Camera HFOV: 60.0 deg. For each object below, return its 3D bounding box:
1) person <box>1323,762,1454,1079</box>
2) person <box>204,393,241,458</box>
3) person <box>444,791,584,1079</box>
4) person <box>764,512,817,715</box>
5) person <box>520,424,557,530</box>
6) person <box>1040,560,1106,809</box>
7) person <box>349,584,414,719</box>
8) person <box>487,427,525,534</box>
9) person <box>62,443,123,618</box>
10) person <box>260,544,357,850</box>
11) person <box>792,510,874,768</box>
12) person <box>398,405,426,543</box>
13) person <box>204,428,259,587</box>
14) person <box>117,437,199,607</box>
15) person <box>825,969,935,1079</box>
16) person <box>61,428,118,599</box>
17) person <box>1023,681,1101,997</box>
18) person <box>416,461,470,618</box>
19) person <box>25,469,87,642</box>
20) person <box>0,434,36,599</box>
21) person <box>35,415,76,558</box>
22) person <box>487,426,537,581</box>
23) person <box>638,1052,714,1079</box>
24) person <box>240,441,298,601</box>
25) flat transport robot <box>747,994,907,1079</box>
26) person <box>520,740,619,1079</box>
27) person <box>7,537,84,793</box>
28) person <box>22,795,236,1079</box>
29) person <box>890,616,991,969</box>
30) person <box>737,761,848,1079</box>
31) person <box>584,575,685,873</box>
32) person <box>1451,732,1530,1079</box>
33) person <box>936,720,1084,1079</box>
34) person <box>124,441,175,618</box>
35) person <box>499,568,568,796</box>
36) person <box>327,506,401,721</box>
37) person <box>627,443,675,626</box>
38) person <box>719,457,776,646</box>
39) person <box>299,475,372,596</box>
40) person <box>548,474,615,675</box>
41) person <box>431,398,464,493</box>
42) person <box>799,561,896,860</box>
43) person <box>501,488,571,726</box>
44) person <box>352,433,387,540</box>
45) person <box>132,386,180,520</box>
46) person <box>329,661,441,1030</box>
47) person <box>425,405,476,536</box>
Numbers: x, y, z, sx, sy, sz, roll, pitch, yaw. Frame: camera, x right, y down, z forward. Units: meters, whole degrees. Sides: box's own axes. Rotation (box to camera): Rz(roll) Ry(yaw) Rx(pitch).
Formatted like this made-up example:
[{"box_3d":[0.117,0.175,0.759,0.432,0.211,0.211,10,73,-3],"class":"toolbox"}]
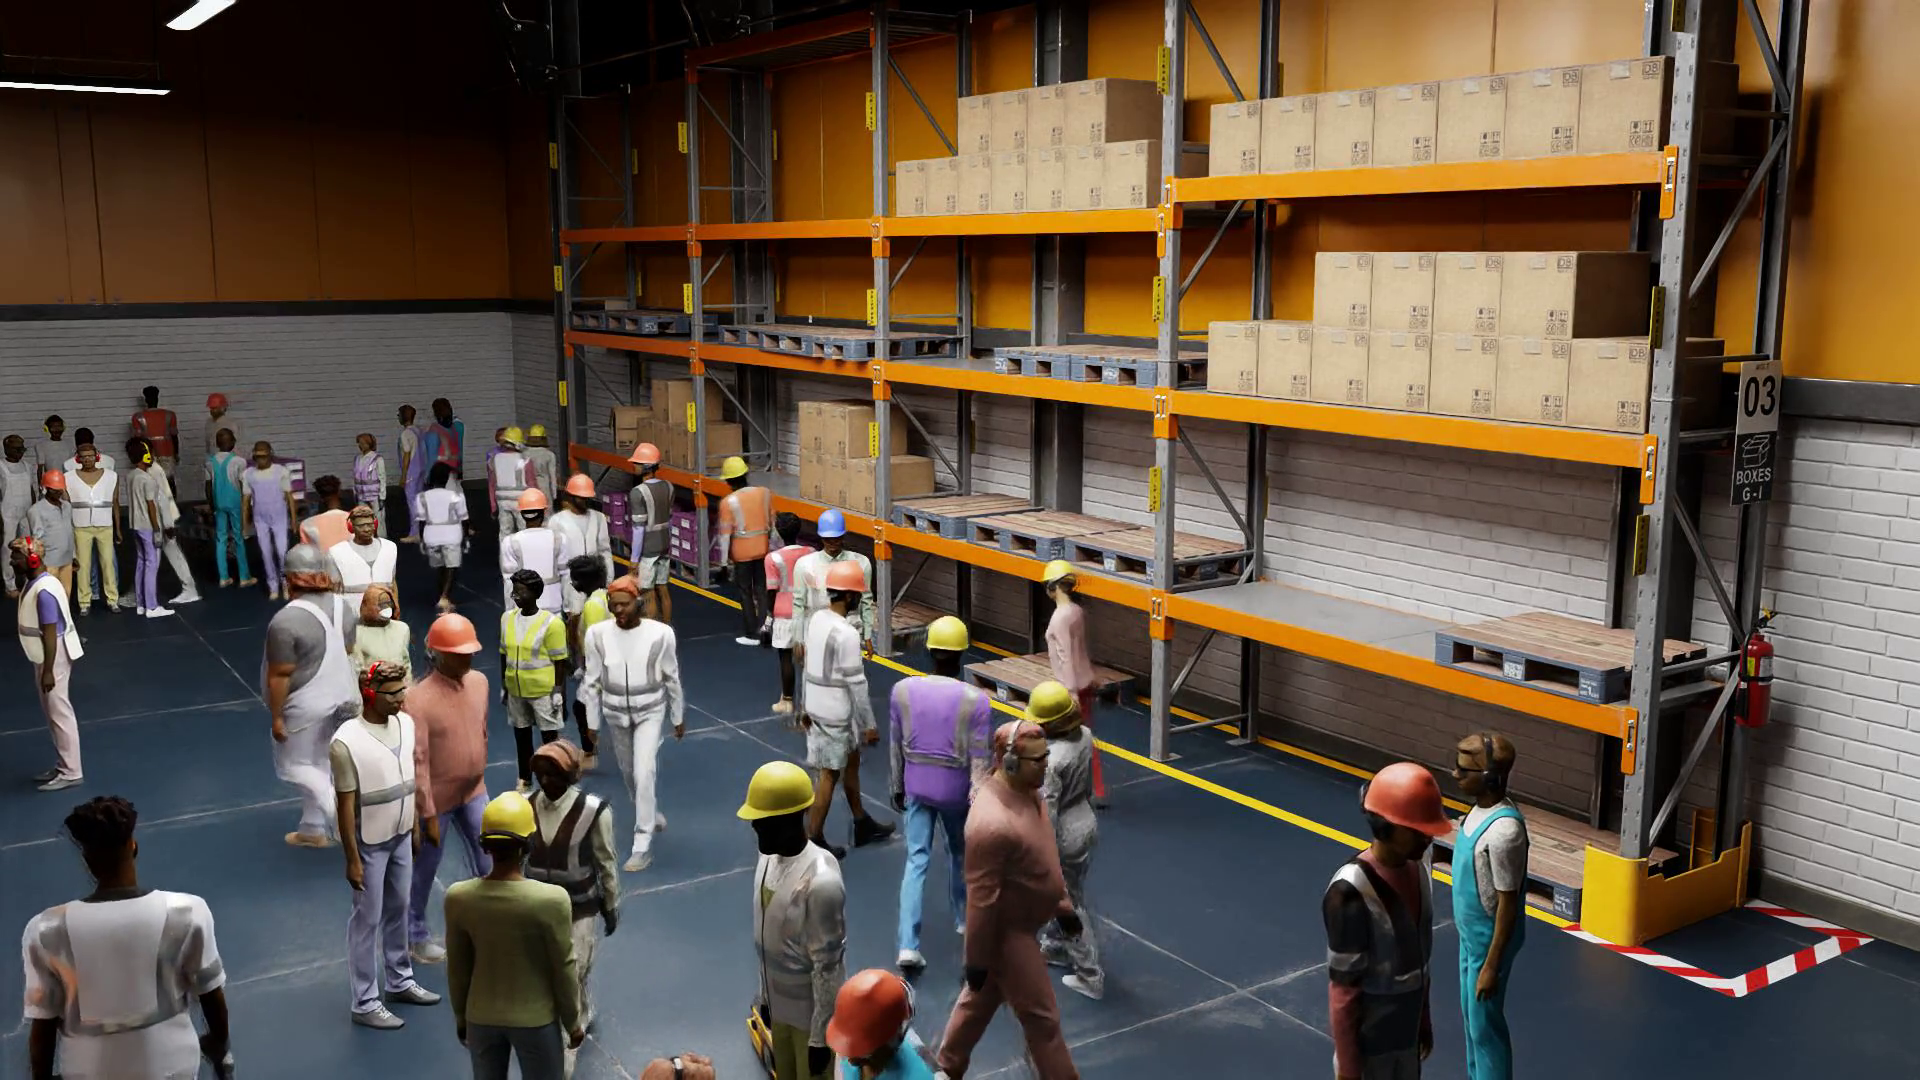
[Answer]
[{"box_3d":[1.555,1.778,6.029,0.410,2.032,0.609,9,13,42],"class":"person"},{"box_3d":[-9.984,-1.019,22.575,0.638,1.979,0.486,5,11,25],"class":"person"},{"box_3d":[-1.723,1.841,6.457,0.530,1.760,0.340,2,10,11],"class":"person"},{"box_3d":[-1.393,0.609,13.842,0.536,1.699,0.322,-8,12,-38],"class":"person"},{"box_3d":[-5.244,-0.568,20.676,0.491,1.732,0.369,0,10,3],"class":"person"},{"box_3d":[0.775,1.008,11.412,0.559,1.726,0.540,4,11,24],"class":"person"},{"box_3d":[-3.870,1.099,11.162,0.285,1.633,0.497,6,11,32],"class":"person"},{"box_3d":[-5.816,-0.659,21.495,0.551,1.617,0.441,-2,10,-13],"class":"person"},{"box_3d":[-9.207,-0.117,17.671,0.566,1.846,0.389,-6,12,-33],"class":"person"},{"box_3d":[-4.072,1.000,10.545,0.736,2.000,0.696,3,10,17],"class":"person"},{"box_3d":[-0.940,0.731,12.397,0.618,1.945,0.395,-2,10,-11],"class":"person"},{"box_3d":[-7.310,-0.880,22.153,0.344,1.847,0.504,1,10,8],"class":"person"},{"box_3d":[-8.402,-0.369,19.154,0.514,1.845,0.337,0,10,2],"class":"person"},{"box_3d":[-8.810,-0.191,18.066,0.955,1.854,0.605,-6,12,-33],"class":"person"},{"box_3d":[-0.228,2.100,5.095,0.621,1.706,0.571,-4,10,-21],"class":"person"},{"box_3d":[-9.648,-0.283,18.504,0.406,1.919,0.603,6,11,30],"class":"person"},{"box_3d":[0.469,1.514,8.577,0.656,1.682,0.549,6,12,33],"class":"person"},{"box_3d":[-5.433,0.008,17.453,0.539,1.669,0.768,0,10,1],"class":"person"},{"box_3d":[-8.802,0.178,16.229,0.339,1.746,0.562,1,10,8],"class":"person"},{"box_3d":[-10.526,-0.263,18.569,0.349,1.839,0.503,4,11,23],"class":"person"},{"box_3d":[-11.120,-0.620,20.573,0.313,1.864,0.538,7,12,35],"class":"person"},{"box_3d":[-5.210,-0.415,19.463,0.596,1.831,0.403,3,10,15],"class":"person"},{"box_3d":[-0.792,2.213,4.613,0.312,1.636,0.520,-7,12,-36],"class":"person"},{"box_3d":[-7.605,-0.207,18.327,0.552,1.810,0.505,-2,10,-9],"class":"person"},{"box_3d":[-0.492,2.394,7.548,0.652,0.197,1.431,-4,10,-20],"class":"flat transport robot"},{"box_3d":[-1.855,1.703,7.714,0.524,1.594,0.850,2,10,14],"class":"person"},{"box_3d":[-6.511,0.874,11.907,0.399,1.836,0.560,-7,12,-37],"class":"person"},{"box_3d":[-2.950,1.835,5.957,0.639,1.927,0.866,-4,10,-23],"class":"person"},{"box_3d":[-0.126,1.347,8.993,0.603,1.886,0.966,3,10,17],"class":"person"},{"box_3d":[-0.638,1.774,6.385,0.402,1.919,0.582,-6,11,-31],"class":"person"},{"box_3d":[-2.066,1.097,10.620,0.604,1.844,0.922,1,10,4],"class":"person"},{"box_3d":[2.197,1.702,7.006,0.330,1.843,0.520,1,10,8],"class":"person"},{"box_3d":[0.279,1.669,7.168,0.999,1.855,0.640,2,10,13],"class":"person"},{"box_3d":[-8.603,-0.109,17.602,0.509,1.860,0.334,8,12,38],"class":"person"},{"box_3d":[-2.931,1.029,11.385,0.541,1.696,0.316,4,10,23],"class":"person"},{"box_3d":[-4.746,0.631,13.284,0.571,1.843,0.373,-9,13,-43],"class":"person"},{"box_3d":[-2.957,0.094,15.851,0.365,2.048,0.607,4,10,23],"class":"person"},{"box_3d":[-2.037,0.127,16.112,0.663,1.894,0.512,-8,13,-40],"class":"person"},{"box_3d":[-5.400,0.393,14.514,0.610,1.918,0.942,-5,11,-27],"class":"person"},{"box_3d":[-3.360,0.348,14.840,0.560,1.879,1.040,-8,12,-38],"class":"person"},{"box_3d":[-7.240,-1.090,23.447,0.636,1.832,0.429,8,12,38],"class":"person"},{"box_3d":[-0.675,1.071,10.511,0.841,1.903,0.565,-5,11,-29],"class":"person"},{"box_3d":[-3.449,0.540,13.559,0.552,1.933,0.368,-5,11,-25],"class":"person"},{"box_3d":[-7.300,-0.503,20.569,0.529,1.634,0.315,5,11,25],"class":"person"},{"box_3d":[-11.554,-1.239,23.930,0.602,1.958,0.380,-7,12,-34],"class":"person"},{"box_3d":[-2.886,1.493,8.261,0.394,1.836,0.560,3,10,17],"class":"person"},{"box_3d":[-7.076,-0.955,22.719,0.858,1.803,0.639,2,10,10],"class":"person"}]
